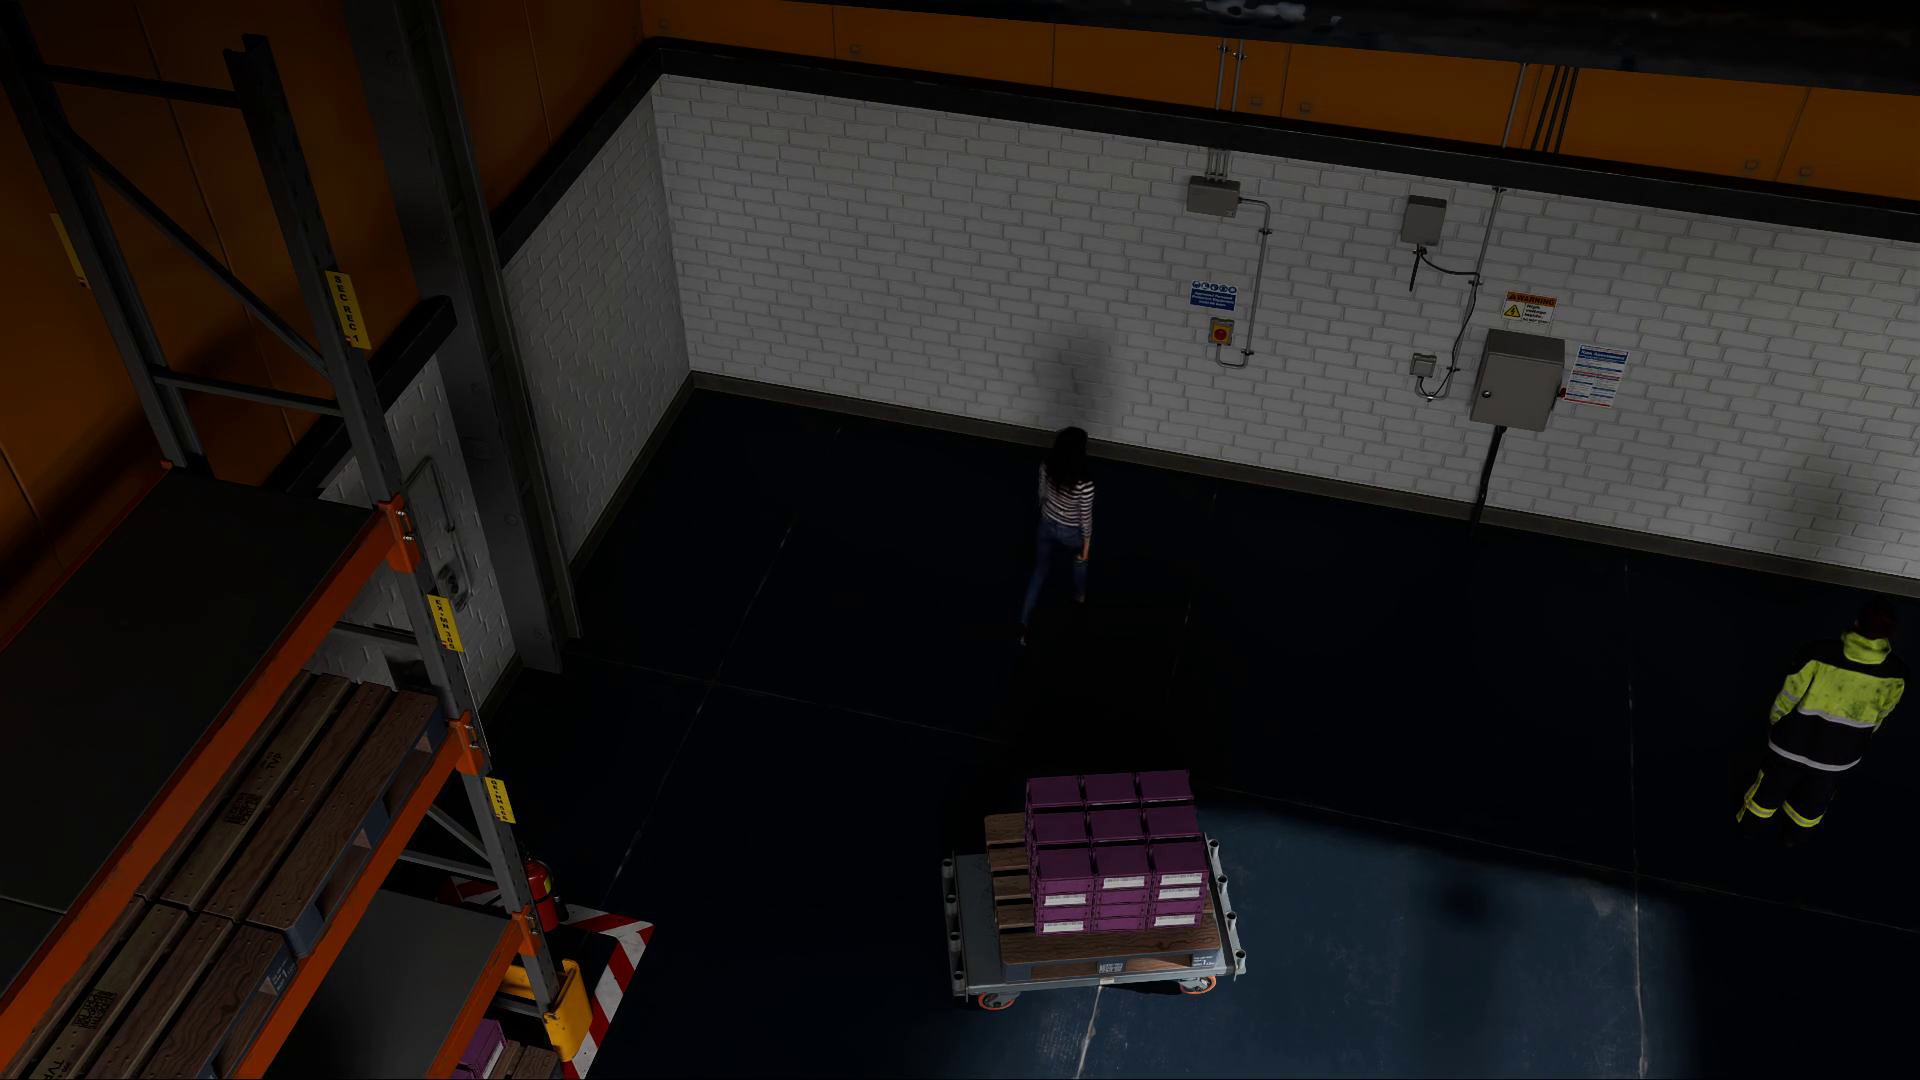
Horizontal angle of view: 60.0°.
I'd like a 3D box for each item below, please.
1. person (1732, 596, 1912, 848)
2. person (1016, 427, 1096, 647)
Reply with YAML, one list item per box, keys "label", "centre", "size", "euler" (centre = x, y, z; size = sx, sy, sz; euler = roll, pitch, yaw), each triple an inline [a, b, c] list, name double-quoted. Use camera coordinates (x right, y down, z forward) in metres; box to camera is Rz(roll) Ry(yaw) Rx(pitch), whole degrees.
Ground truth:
- label: "person"
  centre: [5.031, 1.074, 9.706]
  size: [0.756, 1.980, 0.617]
  euler: [11, 45, 12]
- label: "person"
  centre: [0.620, -0.001, 10.994]
  size: [0.809, 1.760, 1.115]
  euler: [23, 48, 22]
